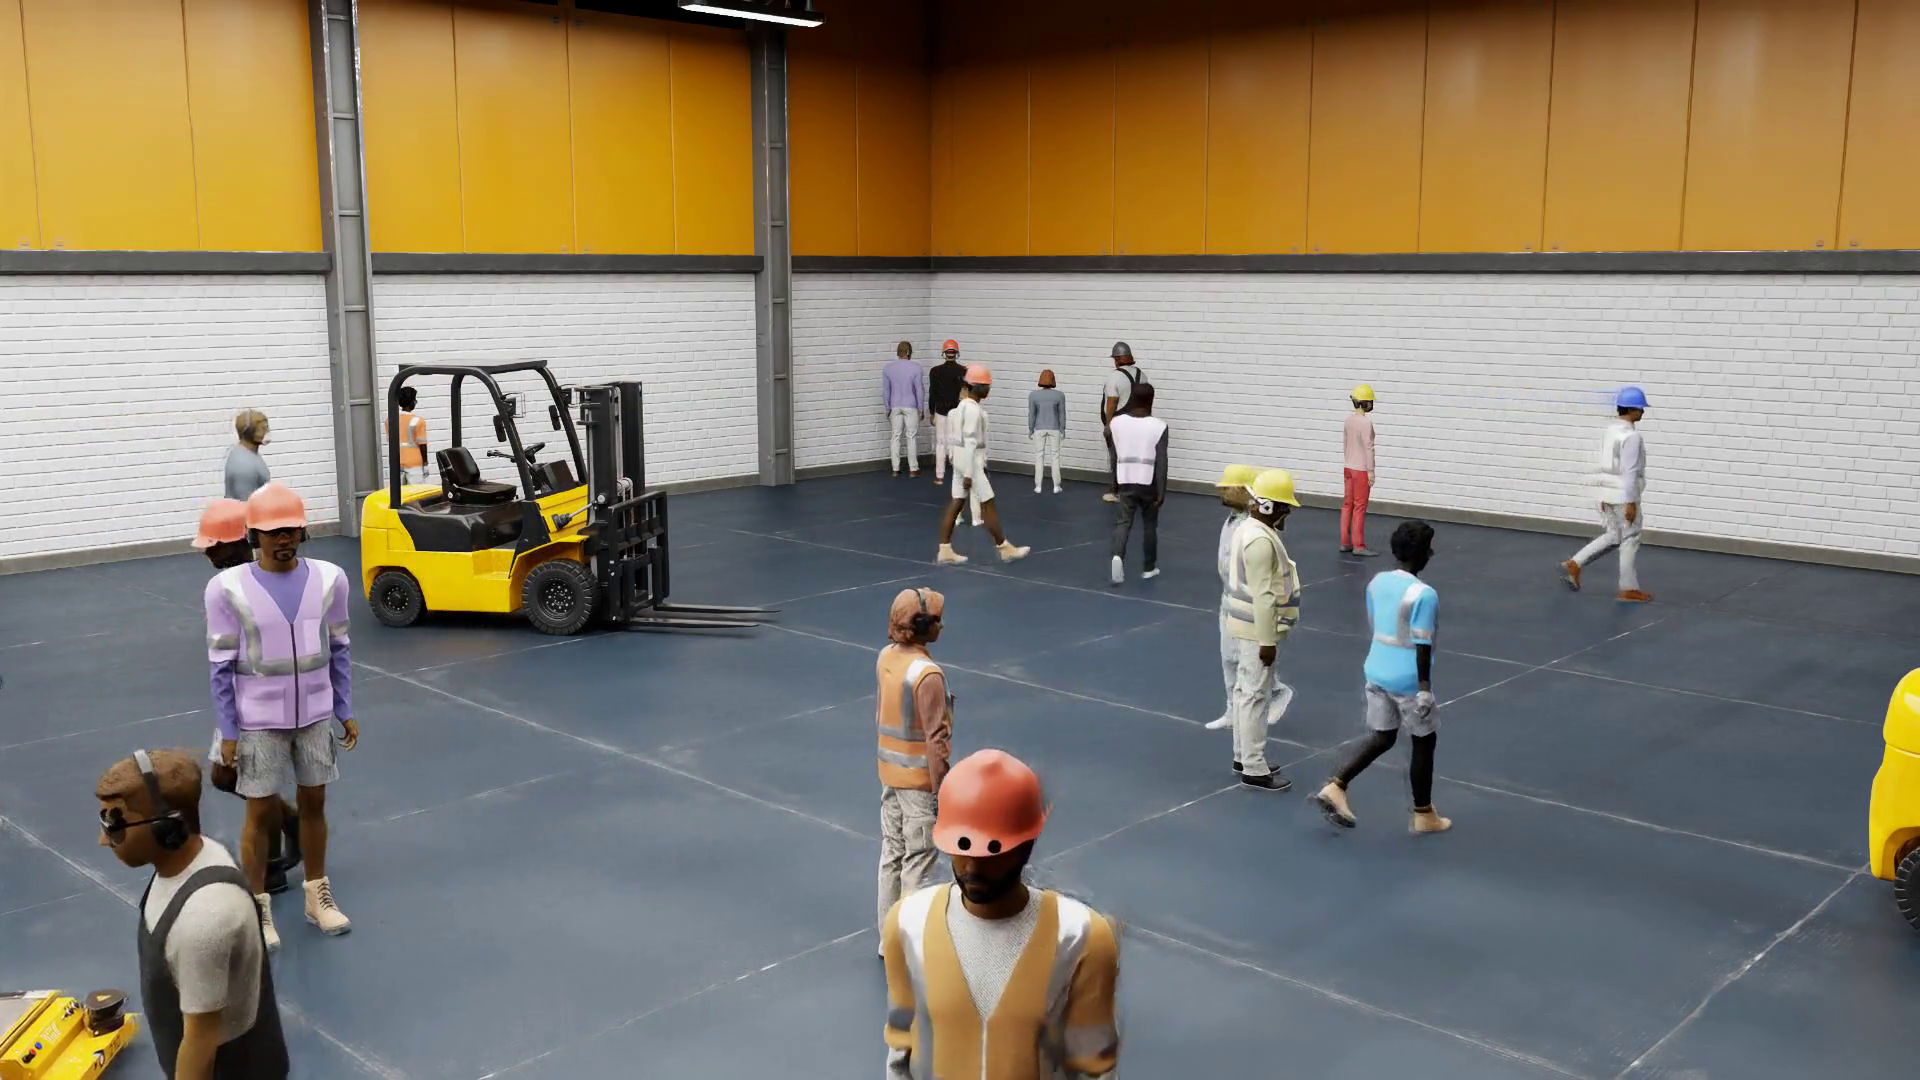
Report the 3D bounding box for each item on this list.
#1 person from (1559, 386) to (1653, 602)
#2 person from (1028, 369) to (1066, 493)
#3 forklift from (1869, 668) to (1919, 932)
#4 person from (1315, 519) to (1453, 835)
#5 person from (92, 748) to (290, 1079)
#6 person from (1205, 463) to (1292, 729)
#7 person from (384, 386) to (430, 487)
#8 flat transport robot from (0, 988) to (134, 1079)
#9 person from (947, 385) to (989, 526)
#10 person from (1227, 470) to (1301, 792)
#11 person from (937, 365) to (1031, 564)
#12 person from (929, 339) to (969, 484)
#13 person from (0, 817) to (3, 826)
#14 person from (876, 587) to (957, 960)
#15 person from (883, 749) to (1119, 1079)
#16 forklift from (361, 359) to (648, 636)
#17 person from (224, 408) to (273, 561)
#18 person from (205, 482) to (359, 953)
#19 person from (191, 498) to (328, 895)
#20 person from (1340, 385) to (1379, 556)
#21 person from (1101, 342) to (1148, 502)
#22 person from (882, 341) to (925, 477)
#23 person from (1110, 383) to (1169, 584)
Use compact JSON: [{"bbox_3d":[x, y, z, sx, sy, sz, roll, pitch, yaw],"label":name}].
[{"bbox_3d":[5.781,-0.399,14.713,0.722,1.928,0.613,0,9,2],"label":"person"},{"bbox_3d":[1.148,-1.431,21.930,0.499,1.634,0.280,1,9,6],"label":"person"},{"bbox_3d":[5.205,0.723,7.013,2.313,2.155,1.214,9,13,43],"label":"forklift"},{"bbox_3d":[2.212,0.722,8.640,0.696,1.668,0.553,-3,10,-19],"label":"person"},{"bbox_3d":[-1.964,1.389,4.097,0.831,1.807,0.536,-6,11,-32],"label":"person"},{"bbox_3d":[1.825,0.373,10.554,0.454,1.735,0.490,-1,9,-9],"label":"person"},{"bbox_3d":[-5.965,-0.815,17.983,0.535,1.691,0.320,4,10,21],"label":"person"},{"bbox_3d":[-3.823,1.857,5.940,1.431,0.197,0.652,-1,9,-7],"label":"flat transport robot"},{"bbox_3d":[0.089,-0.975,19.170,0.498,1.626,0.274,3,10,17],"label":"person"},{"bbox_3d":[1.728,0.506,9.478,0.403,1.822,0.586,0,9,2],"label":"person"},{"bbox_3d":[0.225,-0.743,16.580,1.006,1.992,0.628,-2,9,-13],"label":"person"},{"bbox_3d":[-0.129,-1.754,22.842,0.612,1.986,0.401,-2,9,-10],"label":"person"},{"bbox_3d":[-5.221,0.660,8.633,0.429,1.792,0.716,-2,9,-12],"label":"person"},{"bbox_3d":[-0.189,1.009,6.959,0.307,1.637,0.525,-5,10,-27],"label":"person"},{"bbox_3d":[0.082,1.393,3.707,0.539,1.923,0.490,2,9,11],"label":"person"},{"bbox_3d":[-3.850,-0.407,13.936,2.313,2.155,1.214,2,9,11],"label":"forklift"},{"bbox_3d":[-5.214,-0.015,12.343,0.444,1.924,0.660,-3,10,-20],"label":"person"},{"bbox_3d":[-2.923,0.759,7.249,0.609,2.044,0.397,-8,12,-41],"label":"person"},{"bbox_3d":[-3.292,0.743,7.765,0.473,1.911,0.541,-9,13,-43],"label":"person"},{"bbox_3d":[4.127,-0.717,17.149,0.309,1.769,0.525,-3,10,-16],"label":"person"},{"bbox_3d":[2.043,-1.515,21.200,0.688,2.000,0.536,-8,12,-41],"label":"person"},{"bbox_3d":[-0.789,-1.853,23.606,0.627,1.934,0.371,4,10,22],"label":"person"},{"bbox_3d":[1.670,-0.537,15.683,0.595,1.891,0.821,4,10,22],"label":"person"}]
